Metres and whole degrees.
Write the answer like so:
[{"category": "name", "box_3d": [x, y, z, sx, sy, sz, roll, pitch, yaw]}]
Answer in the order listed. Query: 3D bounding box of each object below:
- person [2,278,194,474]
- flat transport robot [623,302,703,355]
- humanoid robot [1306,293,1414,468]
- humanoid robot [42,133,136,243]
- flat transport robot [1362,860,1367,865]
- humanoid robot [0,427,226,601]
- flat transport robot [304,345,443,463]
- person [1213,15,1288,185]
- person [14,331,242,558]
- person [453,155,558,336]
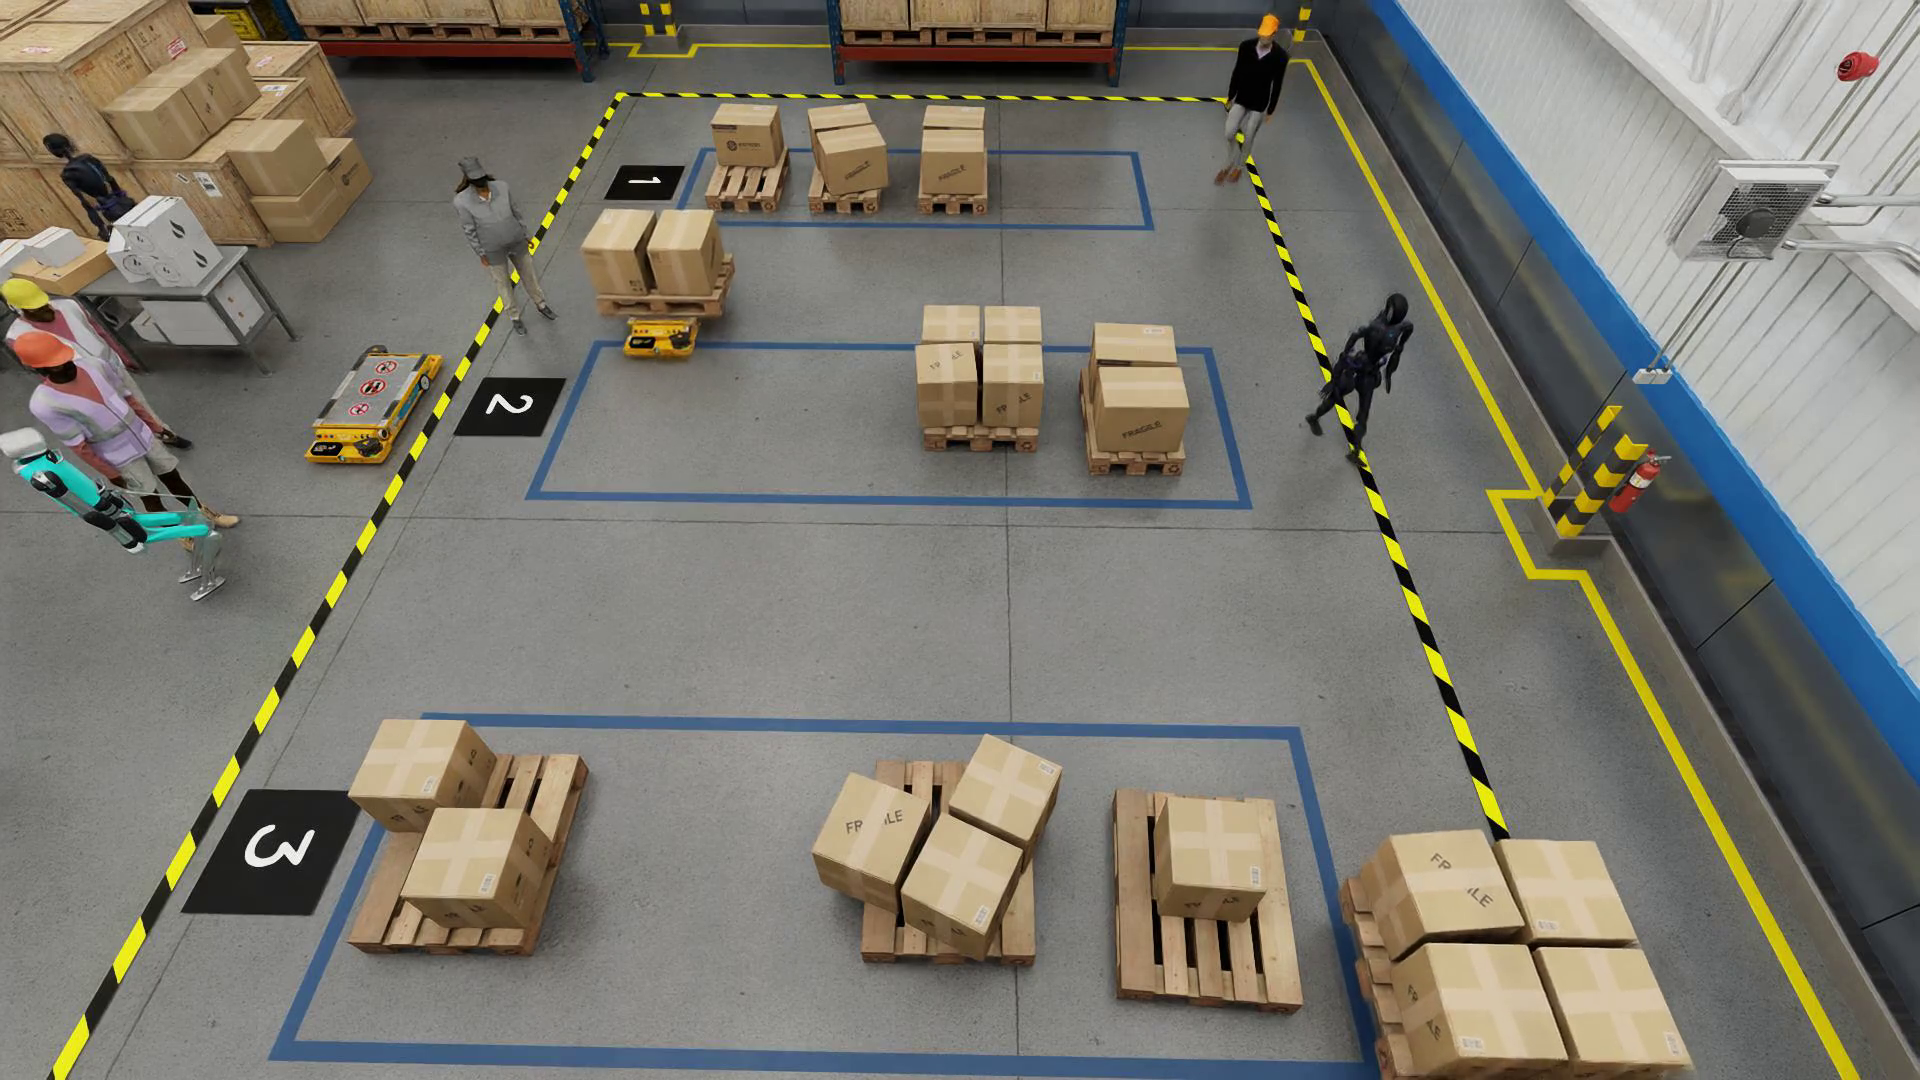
[{"category": "person", "box_3d": [-7.042, -1.335, 7.474, 0.404, 1.827, 0.599, 13, 51, 11]}, {"category": "flat transport robot", "box_3d": [-2.955, -2.418, 9.395, 0.652, 0.197, 1.431, 1, 50, 1]}, {"category": "humanoid robot", "box_3d": [3.347, -1.366, 7.628, 0.612, 1.619, 0.777, -8, 50, -7]}, {"category": "humanoid robot", "box_3d": [-8.441, -3.255, 9.201, 0.402, 1.634, 0.601, -4, 50, -4]}, {"category": "flat transport robot", "box_3d": [2.829, 2.526, 5.211, 0.652, 0.197, 1.431, 1, 50, 1]}, {"category": "humanoid robot", "box_3d": [-5.804, -0.240, 6.517, 0.735, 1.681, 0.533, -36, 59, -26]}, {"category": "flat transport robot", "box_3d": [-5.383, -1.269, 8.441, 0.659, 0.231, 1.431, 1, 50, 1]}, {"category": "person", "box_3d": [3.312, -4.989, 10.539, 0.608, 1.867, 0.649, 24, 54, 19]}, {"category": "person", "box_3d": [-6.145, -0.696, 6.795, 0.387, 2.045, 0.605, 5, 50, 4]}, {"category": "person", "box_3d": [-4.380, -2.829, 8.776, 0.563, 1.770, 0.396, -37, 59, -27]}]
